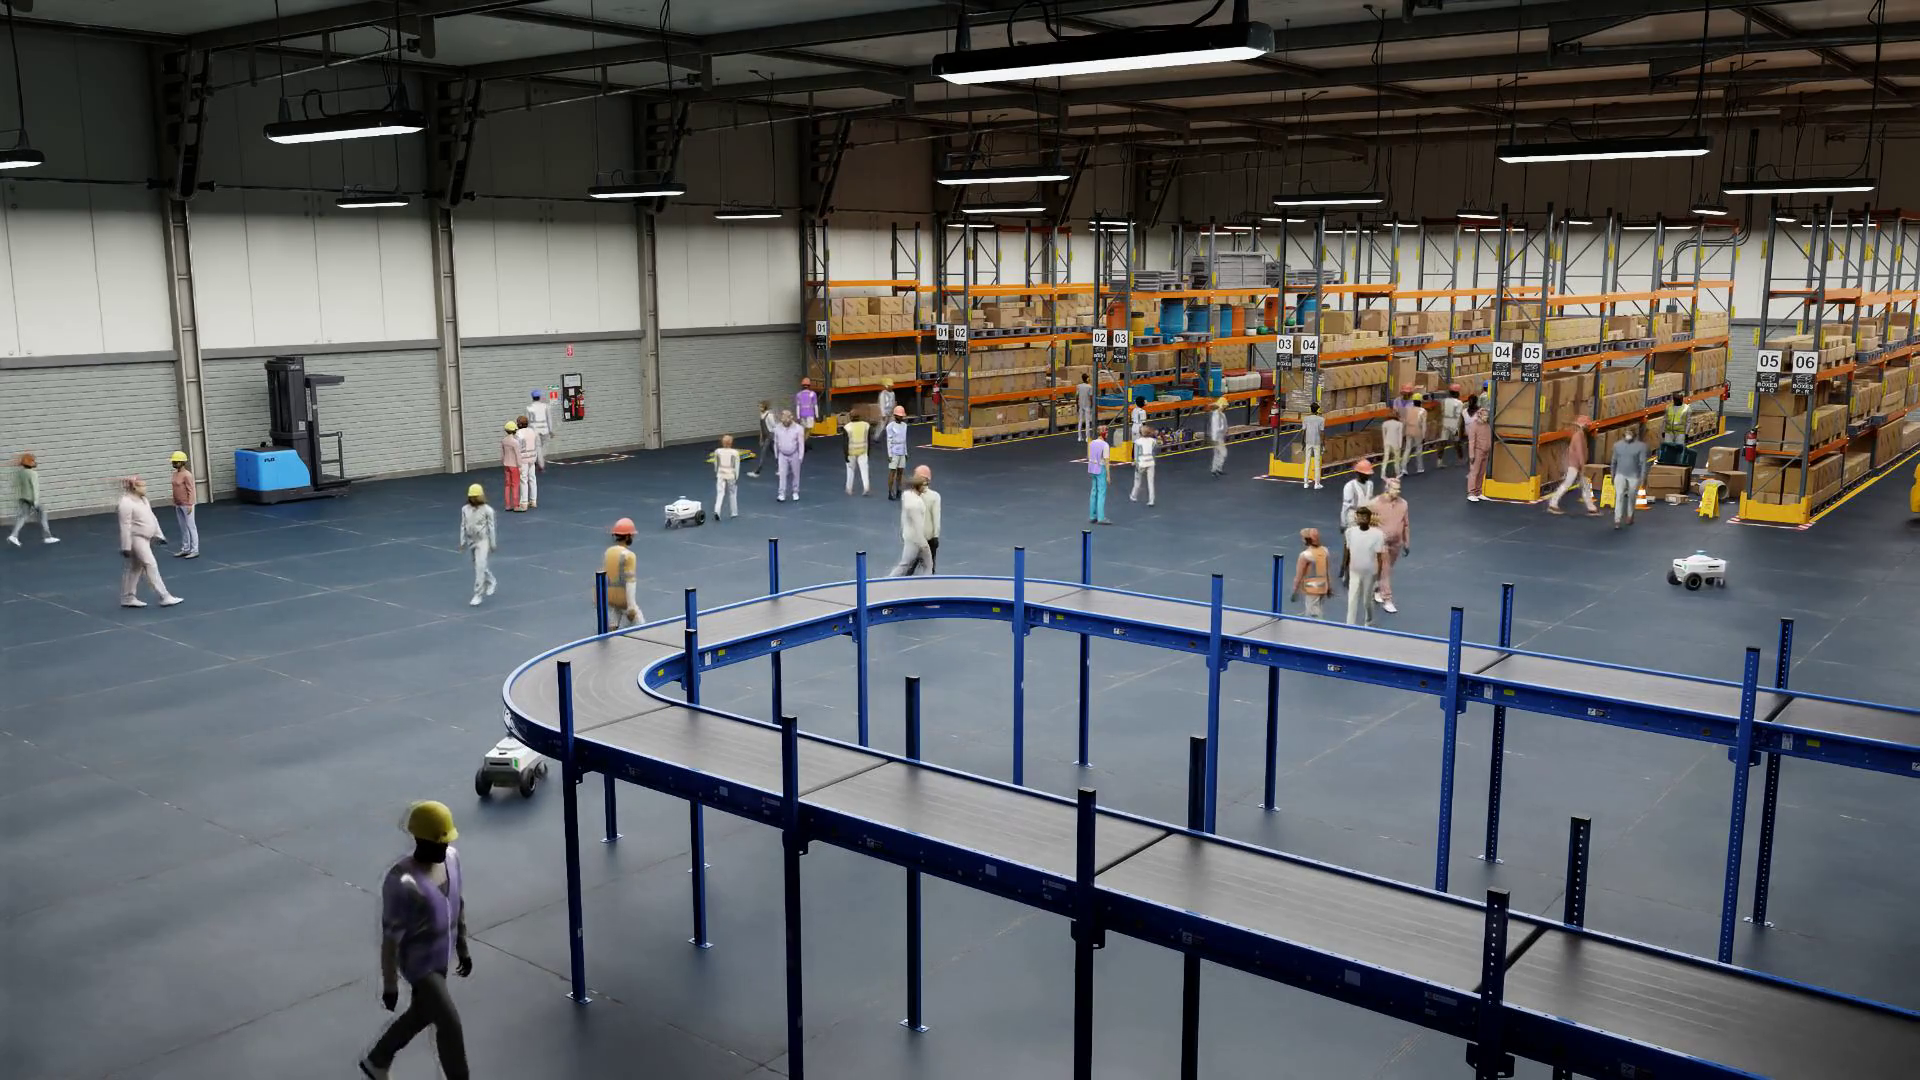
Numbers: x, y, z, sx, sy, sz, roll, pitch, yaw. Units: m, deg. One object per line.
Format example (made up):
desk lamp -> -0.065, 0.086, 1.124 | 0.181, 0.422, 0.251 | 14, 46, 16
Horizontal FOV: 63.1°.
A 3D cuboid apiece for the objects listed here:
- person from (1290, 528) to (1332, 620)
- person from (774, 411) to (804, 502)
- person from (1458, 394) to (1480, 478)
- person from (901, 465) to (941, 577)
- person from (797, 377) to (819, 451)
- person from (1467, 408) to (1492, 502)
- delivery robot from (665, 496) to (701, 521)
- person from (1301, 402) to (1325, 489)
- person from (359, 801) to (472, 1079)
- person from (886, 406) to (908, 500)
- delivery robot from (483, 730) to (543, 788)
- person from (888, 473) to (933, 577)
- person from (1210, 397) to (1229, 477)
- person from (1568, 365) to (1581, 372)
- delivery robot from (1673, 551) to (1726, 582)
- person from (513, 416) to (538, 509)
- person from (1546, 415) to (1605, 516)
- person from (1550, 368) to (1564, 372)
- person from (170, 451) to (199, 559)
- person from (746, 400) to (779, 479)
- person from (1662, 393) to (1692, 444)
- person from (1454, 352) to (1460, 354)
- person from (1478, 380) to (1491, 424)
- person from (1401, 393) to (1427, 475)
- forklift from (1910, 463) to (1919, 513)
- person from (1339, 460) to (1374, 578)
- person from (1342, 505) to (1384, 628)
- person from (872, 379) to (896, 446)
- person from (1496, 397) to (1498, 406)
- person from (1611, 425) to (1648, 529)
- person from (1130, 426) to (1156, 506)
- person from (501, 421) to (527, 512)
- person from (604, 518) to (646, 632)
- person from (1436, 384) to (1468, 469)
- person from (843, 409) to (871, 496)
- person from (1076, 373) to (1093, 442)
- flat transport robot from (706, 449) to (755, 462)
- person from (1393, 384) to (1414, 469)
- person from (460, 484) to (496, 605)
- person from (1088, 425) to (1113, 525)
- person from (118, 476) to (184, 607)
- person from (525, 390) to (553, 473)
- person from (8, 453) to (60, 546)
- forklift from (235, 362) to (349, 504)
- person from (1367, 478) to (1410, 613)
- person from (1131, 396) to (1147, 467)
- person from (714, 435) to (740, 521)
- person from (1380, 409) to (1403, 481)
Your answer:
person -> 4.294, 0.641, 19.315 | 0.539, 1.605, 0.738 | -8, 13, -39
person -> -3.483, -1.686, 31.737 | 0.660, 1.846, 1.009 | 1, 10, 6
person -> 11.513, -2.323, 35.179 | 0.520, 1.897, 0.638 | -9, 13, -41
person -> -0.591, -0.087, 22.467 | 0.618, 1.964, 0.838 | 3, 11, 17
person -> -3.953, -3.231, 40.283 | 0.551, 1.913, 0.834 | 3, 10, 16
person -> 10.621, -1.744, 31.917 | 0.653, 1.905, 0.408 | -8, 13, -40
delivery robot -> -5.125, -0.569, 28.959 | 0.477, 0.478, 0.707 | 6, 12, 30
person -> 7.610, -2.042, 33.702 | 0.534, 1.868, 0.310 | 5, 11, 27
person -> -3.092, 2.363, 8.909 | 0.945, 1.883, 0.587 | 2, 10, 13
person -> -1.261, -1.793, 32.111 | 0.374, 1.934, 0.548 | 9, 14, 42
delivery robot -> -4.142, 1.995, 14.516 | 0.477, 0.478, 0.707 | 1, 10, 4
person -> -0.714, -0.011, 22.225 | 0.996, 1.901, 0.627 | 0, 10, 3
person -> 5.945, -2.326, 35.437 | 0.532, 1.811, 0.633 | 4, 11, 22
person -> 18.628, -4.475, 47.383 | 0.623, 1.858, 0.745 | 4, 11, 20
delivery robot -> 11.108, 0.402, 23.494 | 0.707, 0.478, 0.477 | -2, 10, -9
person -> -8.624, -1.542, 30.963 | 0.429, 1.844, 0.625 | 5, 11, 26
person -> 11.858, -1.434, 30.097 | 1.040, 1.946, 0.620 | 6, 12, 32
person -> 18.870, -4.937, 49.628 | 0.926, 2.000, 0.715 | -6, 12, -30
person -> -12.803, -0.584, 25.774 | 0.526, 1.772, 0.308 | 7, 12, 34
person -> -4.355, -2.303, 35.479 | 1.093, 1.775, 0.531 | -5, 11, -28
person -> 16.644, -2.504, 36.393 | 0.622, 1.838, 0.429 | 9, 13, 41
person -> 16.898, -5.519, 53.452 | 0.813, 1.795, 0.626 | 4, 11, 23
person -> 13.087, -3.016, 38.957 | 0.391, 1.948, 0.606 | 2, 10, 8
person -> 10.396, -2.429, 35.851 | 0.601, 1.885, 0.971 | 9, 13, 40
forklift -> 19.034, -1.348, 28.998 | 2.313, 2.155, 1.214 | 8, 13, 37
person -> 6.045, -0.299, 23.896 | 0.545, 1.885, 0.688 | -7, 12, -36
person -> 5.138, 0.434, 19.951 | 0.532, 1.815, 0.993 | 5, 11, 26
person -> -1.942, -3.381, 41.430 | 0.908, 1.797, 0.596 | 7, 12, 35
person -> 14.267, -3.235, 41.190 | 0.799, 1.606, 0.512 | -7, 12, -35
person -> 12.329, -1.189, 28.844 | 0.645, 1.902, 0.993 | 6, 11, 28
person -> 3.696, -1.500, 31.431 | 0.508, 1.591, 0.878 | -3, 11, -16
person -> -8.728, -1.433, 30.547 | 0.533, 1.772, 0.298 | 8, 13, 37
person -> -3.857, 0.683, 18.291 | 0.573, 1.888, 0.962 | 9, 13, 40
person -> 11.683, -2.694, 37.041 | 1.060, 1.985, 0.617 | -8, 13, -37
person -> -2.150, -1.836, 32.708 | 0.628, 1.812, 0.885 | -3, 10, -16
person -> 3.390, -3.606, 42.497 | 0.513, 1.871, 0.329 | 6, 12, 32
flat transport robot -> -5.633, -2.076, 38.501 | 0.652, 0.197, 1.431 | 3, 11, 17
person -> 10.610, -2.737, 37.285 | 0.611, 1.999, 1.054 | 8, 13, 37
person -> -6.902, 0.018, 22.536 | 0.484, 1.710, 0.796 | 3, 10, 16
person -> 2.592, -1.219, 29.137 | 0.374, 1.840, 0.571 | -6, 12, -30
person -> -11.418, 0.031, 22.031 | 0.930, 1.866, 0.646 | -2, 10, -12
person -> -9.867, -2.543, 36.403 | 0.644, 1.901, 0.956 | -8, 13, -36
person -> -16.033, -0.704, 26.927 | 0.497, 1.601, 0.781 | 4, 11, 24
forklift -> -13.803, -2.244, 32.110 | 1.129, 2.768, 1.873 | 8, 13, 37
person -> 6.034, 0.030, 22.097 | 0.641, 1.858, 0.988 | -3, 10, -14
person -> 4.269, -2.573, 37.169 | 0.315, 1.696, 0.541 | -5, 11, -26
person -> -4.427, -1.183, 29.597 | 0.522, 1.609, 0.786 | 2, 10, 9
person -> 9.663, -2.129, 34.999 | 0.496, 1.585, 0.873 | 8, 13, 37
